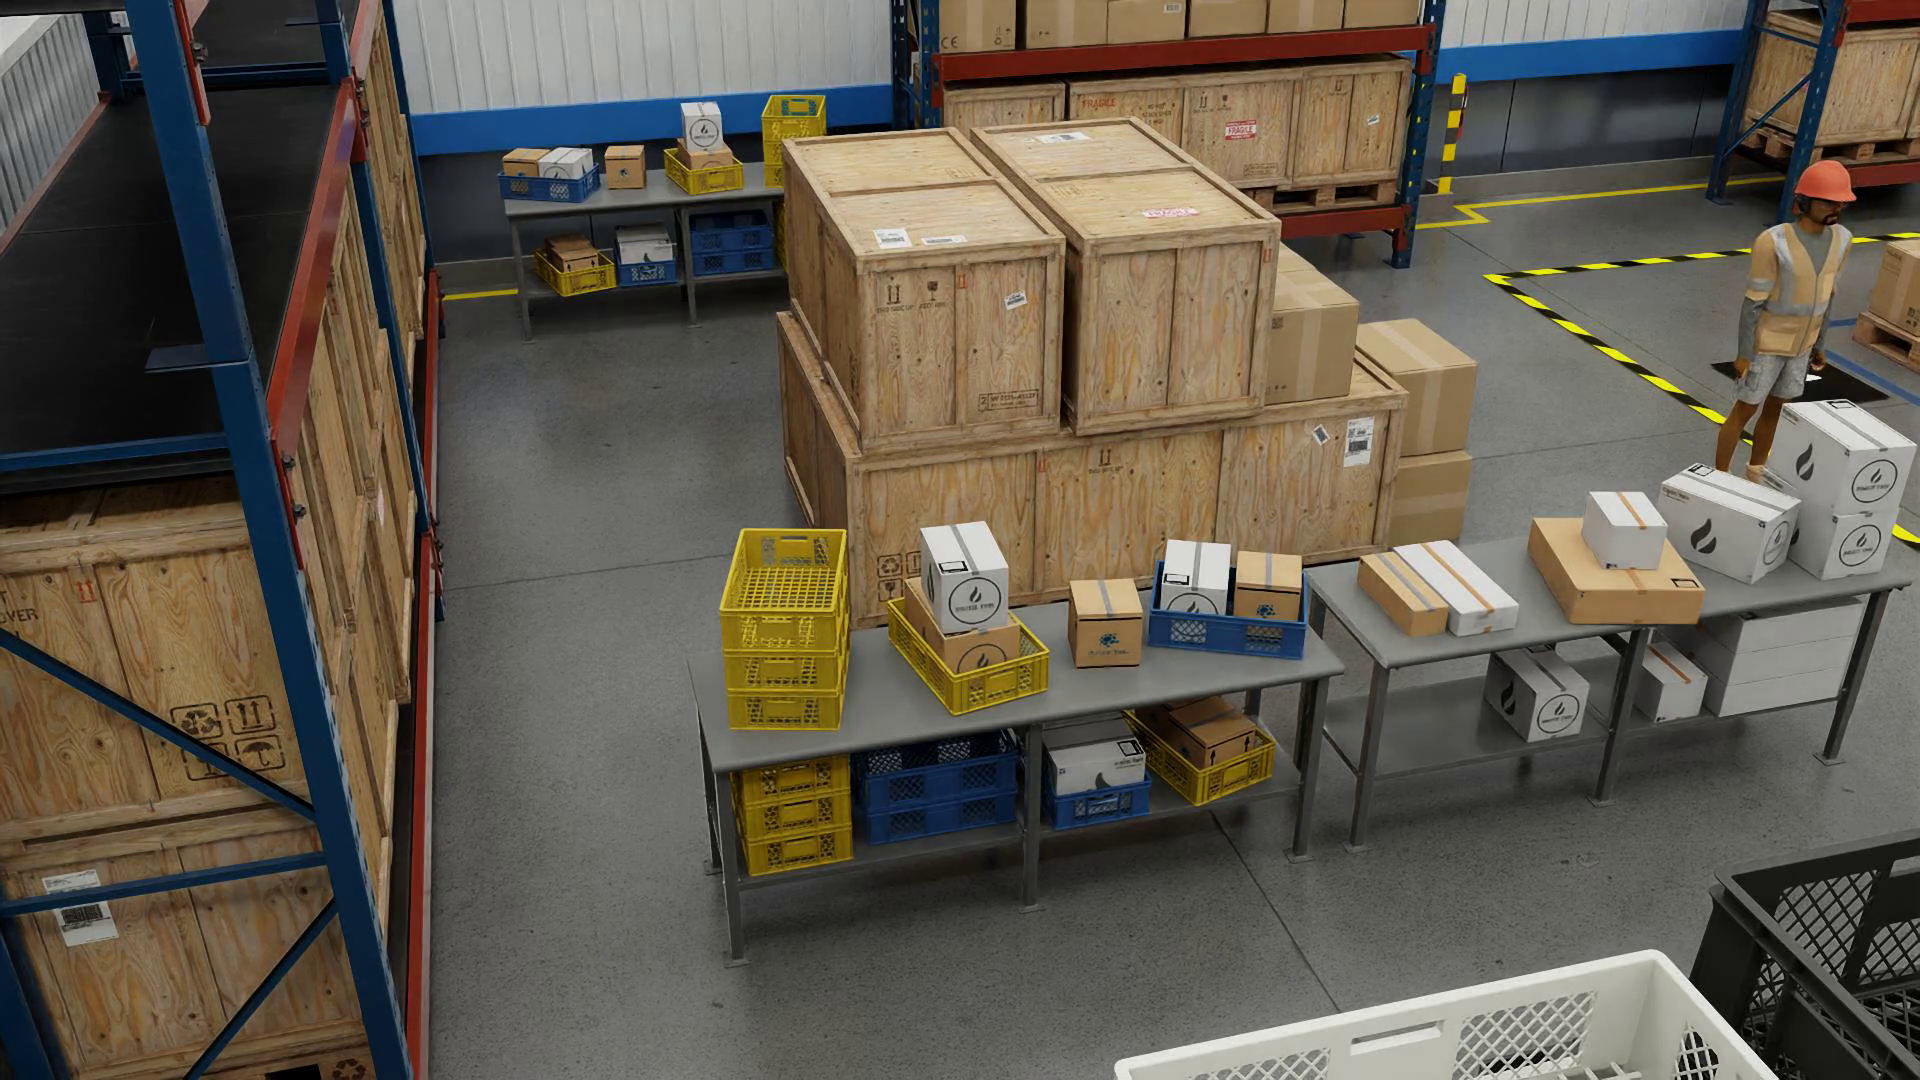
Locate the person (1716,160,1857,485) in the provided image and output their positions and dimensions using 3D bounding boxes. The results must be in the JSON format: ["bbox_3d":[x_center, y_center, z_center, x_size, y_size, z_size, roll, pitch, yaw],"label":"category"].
[{"bbox_3d":[4.601,-1.105,9.281,0.606,2.048,0.366,-9,30,-16],"label":"person"}]
